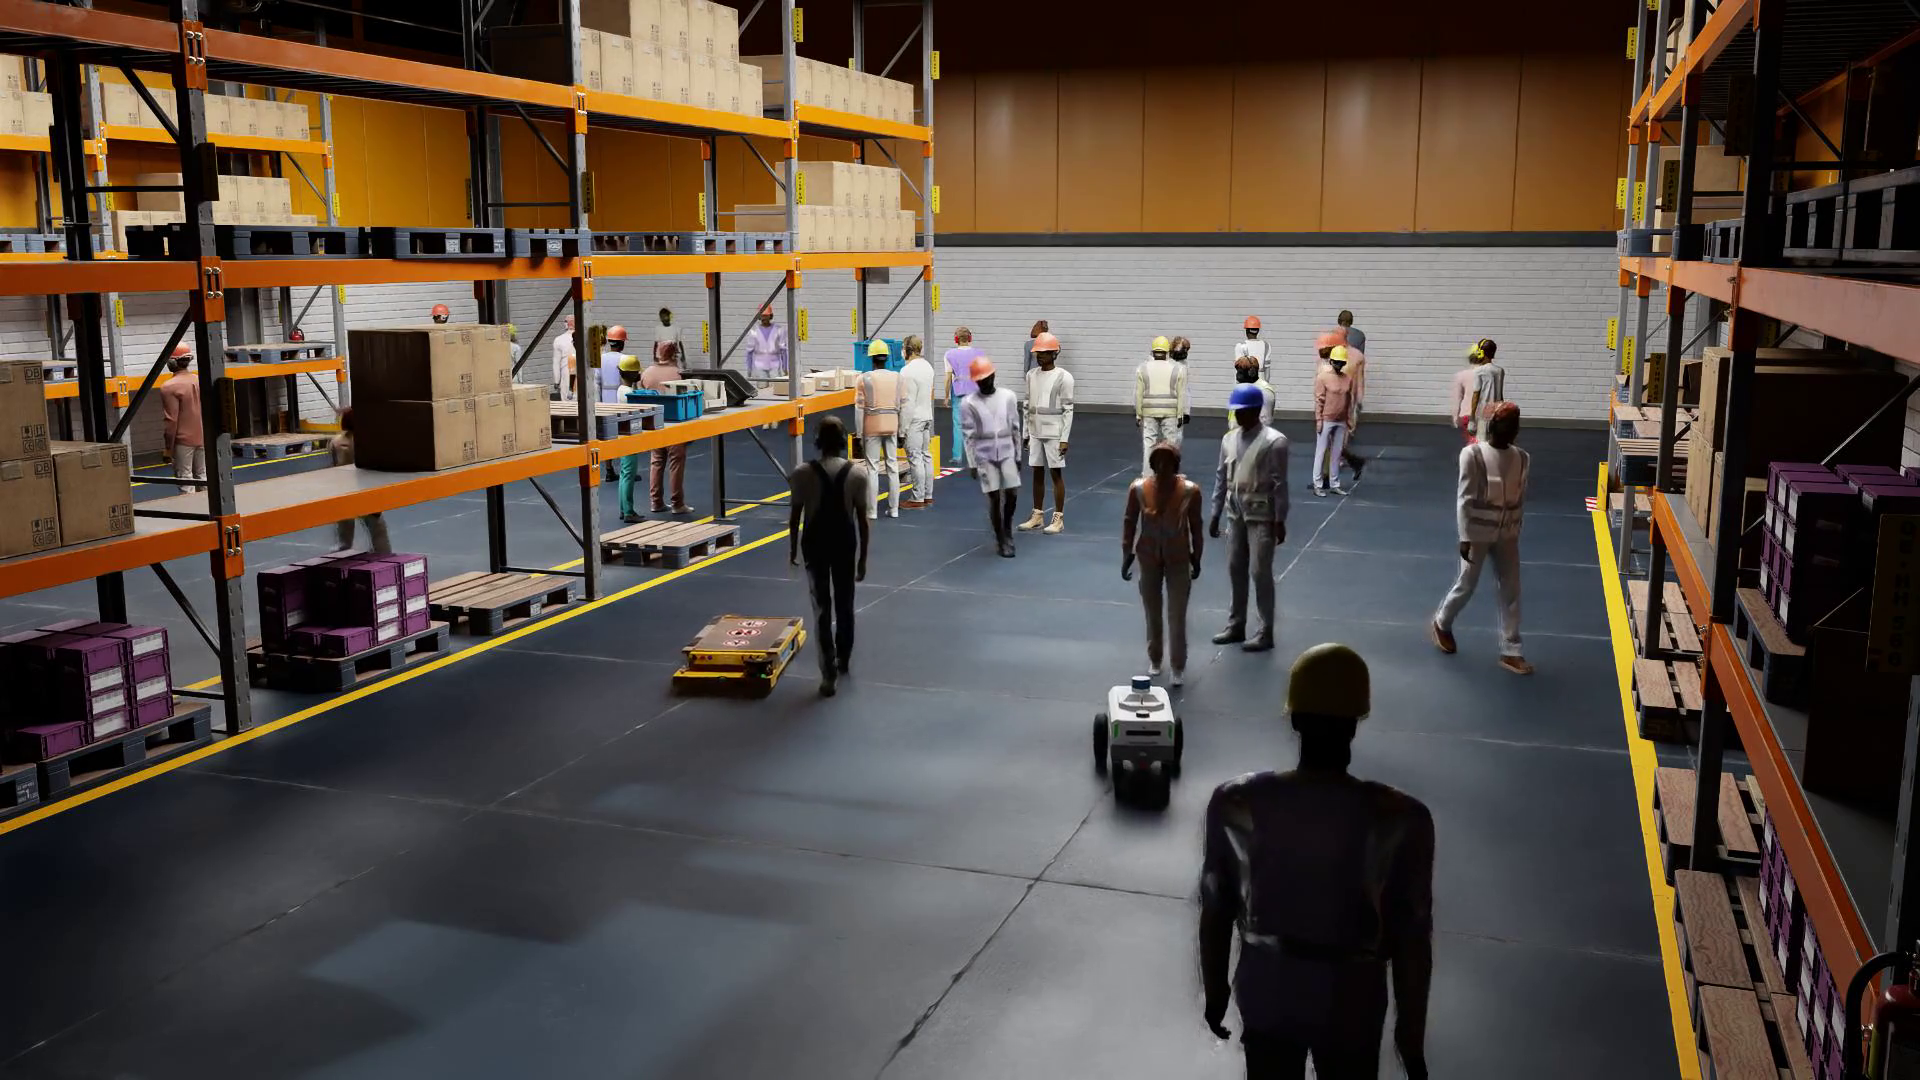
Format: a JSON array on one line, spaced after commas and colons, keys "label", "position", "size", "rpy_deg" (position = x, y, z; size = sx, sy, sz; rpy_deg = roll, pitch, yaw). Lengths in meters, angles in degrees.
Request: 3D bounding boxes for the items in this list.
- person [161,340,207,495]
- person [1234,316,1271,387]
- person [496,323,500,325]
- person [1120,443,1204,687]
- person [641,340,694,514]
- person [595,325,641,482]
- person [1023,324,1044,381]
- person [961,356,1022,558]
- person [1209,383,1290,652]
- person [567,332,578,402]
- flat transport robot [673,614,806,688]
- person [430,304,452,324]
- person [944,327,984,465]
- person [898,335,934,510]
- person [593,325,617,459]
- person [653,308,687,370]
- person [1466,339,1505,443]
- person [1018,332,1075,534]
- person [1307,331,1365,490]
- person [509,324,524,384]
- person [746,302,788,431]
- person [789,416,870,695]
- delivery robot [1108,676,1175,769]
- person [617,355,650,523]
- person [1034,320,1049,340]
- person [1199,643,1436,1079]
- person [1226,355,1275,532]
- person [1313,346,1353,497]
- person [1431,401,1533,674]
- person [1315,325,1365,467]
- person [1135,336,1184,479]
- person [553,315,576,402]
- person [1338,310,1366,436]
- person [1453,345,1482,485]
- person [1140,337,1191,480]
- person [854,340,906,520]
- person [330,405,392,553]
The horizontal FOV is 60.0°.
[{"label": "person", "position": [-7.650, -0.975, 16.439], "size": [0.377, 1.995, 0.612], "rpy_deg": [2, 10, 12]}, {"label": "person", "position": [4.066, -2.163, 23.288], "size": [0.552, 1.936, 0.360], "rpy_deg": [-3, 11, -18]}, {"label": "person", "position": [-6.349, -1.946, 22.211], "size": [0.797, 1.899, 0.681], "rpy_deg": [-5, 11, -25]}, {"label": "person", "position": [1.343, 0.165, 11.108], "size": [0.528, 1.613, 0.725], "rpy_deg": [3, 10, 14]}, {"label": "person", "position": [-3.163, -1.230, 18.165], "size": [0.636, 1.900, 0.402], "rpy_deg": [5, 11, 27]}, {"label": "person", "position": [-4.214, -1.673, 20.530], "size": [0.551, 1.936, 0.357], "rpy_deg": [3, 11, 18]}, {"label": "person", "position": [1.286, -2.738, 27.385], "size": [0.502, 1.632, 0.279], "rpy_deg": [-2, 10, -13]}, {"label": "person", "position": [0.307, -0.770, 15.526], "size": [0.589, 1.904, 0.402], "rpy_deg": [-2, 10, -12]}, {"label": "person", "position": [2.105, -0.178, 12.125], "size": [0.424, 1.938, 0.649], "rpy_deg": [-8, 13, -37]}, {"label": "person", "position": [-5.460, -2.166, 23.986], "size": [0.318, 1.697, 0.533], "rpy_deg": [5, 11, 27]}, {"label": "flat transport robot", "position": [-1.506, 0.755, 11.553], "size": [0.652, 0.197, 1.431], "rpy_deg": [1, 10, 4]}, {"label": "person", "position": [-8.169, -2.742, 26.390], "size": [0.393, 1.995, 0.612], "rpy_deg": [-7, 12, -34]}, {"label": "person", "position": [0.058, -1.918, 22.192], "size": [0.564, 1.838, 0.390], "rpy_deg": [-4, 11, -20]}, {"label": "person", "position": [-0.490, -1.298, 18.414], "size": [0.356, 1.938, 0.633], "rpy_deg": [4, 11, 23]}, {"label": "person", "position": [-4.939, -1.983, 22.518], "size": [0.532, 1.853, 0.545], "rpy_deg": [-6, 12, -31]}, {"label": "person", "position": [-5.191, -3.248, 29.755], "size": [0.588, 1.825, 0.868], "rpy_deg": [0, 10, 1]}, {"label": "person", "position": [6.061, -1.380, 19.142], "size": [0.524, 1.856, 0.376], "rpy_deg": [-7, 12, -35]}, {"label": "person", "position": [0.868, -1.080, 16.896], "size": [0.608, 2.044, 0.372], "rpy_deg": [9, 13, 40]}, {"label": "person", "position": [4.554, -1.557, 19.983], "size": [0.752, 1.914, 0.559], "rpy_deg": [-3, 11, -18]}, {"label": "person", "position": [-6.948, -2.451, 25.605], "size": [0.569, 1.713, 0.520], "rpy_deg": [2, 10, 9]}, {"label": "person", "position": [-3.032, -2.708, 26.123], "size": [0.650, 2.016, 0.806], "rpy_deg": [-1, 10, -6]}, {"label": "person", "position": [-0.871, 0.070, 11.087], "size": [0.517, 1.799, 0.891], "rpy_deg": [-2, 10, -11]}, {"label": "delivery robot", "position": [0.992, 0.991, 9.156], "size": [0.477, 0.478, 0.707], "rpy_deg": [1, 10, 3]}, {"label": "person", "position": [-3.470, -1.065, 17.592], "size": [0.313, 1.767, 0.533], "rpy_deg": [-3, 11, -19]}, {"label": "person", "position": [1.385, -2.950, 28.558], "size": [0.313, 1.642, 0.513], "rpy_deg": [-1, 10, -5]}, {"label": "person", "position": [0.963, 1.193, 4.495], "size": [0.612, 1.893, 0.871], "rpy_deg": [3, 11, 18]}, {"label": "person", "position": [2.898, -0.935, 16.693], "size": [0.430, 1.833, 0.632], "rpy_deg": [-4, 11, -22]}, {"label": "person", "position": [4.363, -1.380, 19.380], "size": [0.523, 1.763, 0.329], "rpy_deg": [-5, 11, -24]}, {"label": "person", "position": [3.681, -0.044, 11.593], "size": [0.590, 1.858, 0.869], "rpy_deg": [-2, 10, -14]}, {"label": "person", "position": [4.972, -1.866, 21.785], "size": [0.643, 1.882, 0.657], "rpy_deg": [1, 10, 3]}, {"label": "person", "position": [2.400, -1.533, 20.033], "size": [0.591, 1.834, 0.404], "rpy_deg": [1, 10, 7]}, {"label": "person", "position": [-5.704, -2.380, 24.650], "size": [0.652, 1.895, 0.401], "rpy_deg": [-5, 11, -27]}, {"label": "person", "position": [5.873, -2.543, 25.430], "size": [0.627, 1.941, 0.371], "rpy_deg": [-3, 10, -15]}, {"label": "person", "position": [6.294, -1.504, 20.205], "size": [0.946, 1.711, 0.532], "rpy_deg": [-10, 14, -43]}, {"label": "person", "position": [2.526, -1.596, 20.508], "size": [0.746, 1.809, 0.433], "rpy_deg": [-6, 12, -31]}, {"label": "person", "position": [-0.860, -1.174, 17.790], "size": [0.582, 1.918, 0.393], "rpy_deg": [-5, 11, -24]}, {"label": "person", "position": [-4.954, -0.335, 13.896], "size": [0.545, 1.602, 0.782], "rpy_deg": [4, 11, 22]}]
